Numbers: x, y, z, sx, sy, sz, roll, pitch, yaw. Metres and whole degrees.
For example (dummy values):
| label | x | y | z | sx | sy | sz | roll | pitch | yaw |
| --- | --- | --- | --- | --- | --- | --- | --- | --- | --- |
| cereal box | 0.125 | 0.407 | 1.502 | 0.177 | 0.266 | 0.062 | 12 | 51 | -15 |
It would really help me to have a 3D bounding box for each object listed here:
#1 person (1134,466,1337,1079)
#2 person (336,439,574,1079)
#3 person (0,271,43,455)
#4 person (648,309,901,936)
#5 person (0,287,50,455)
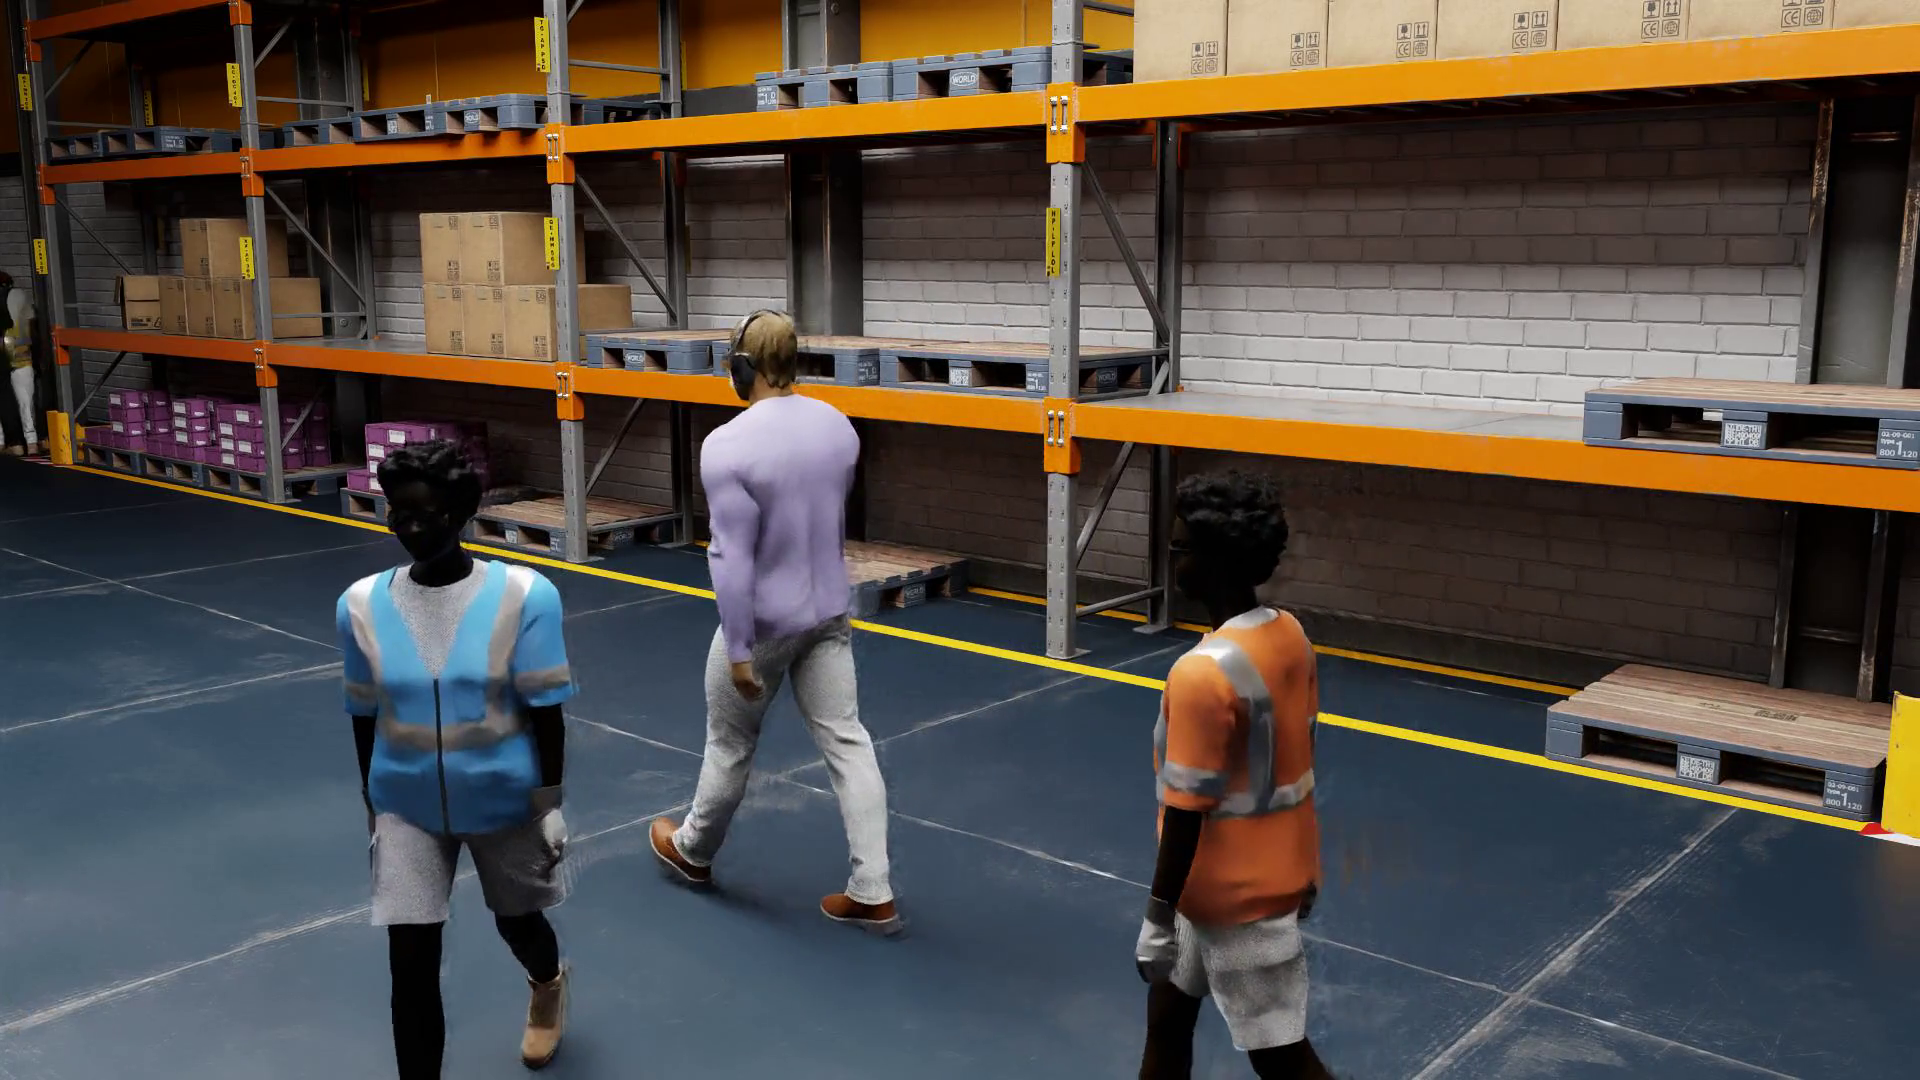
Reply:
| label | x | y | z | sx | sy | sz | roll | pitch | yaw |
| --- | --- | --- | --- | --- | --- | --- | --- | --- | --- |
| person | 0.591 | 0.682 | 3.310 | 0.872 | 1.658 | 0.532 | 4 | 11 | 24 |
| person | -1.139 | 0.576 | 3.863 | 0.529 | 1.669 | 0.796 | -1 | 10 | -3 |
| person | -9.567 | -1.770 | 16.720 | 0.625 | 1.846 | 0.429 | -4 | 11 | -23 |
| person | -0.586 | 0.240 | 5.142 | 1.036 | 1.881 | 0.651 | 9 | 13 | 42 |
| person | -9.661 | -1.868 | 16.715 | 0.545 | 2.000 | 0.756 | 9 | 14 | 43 |
